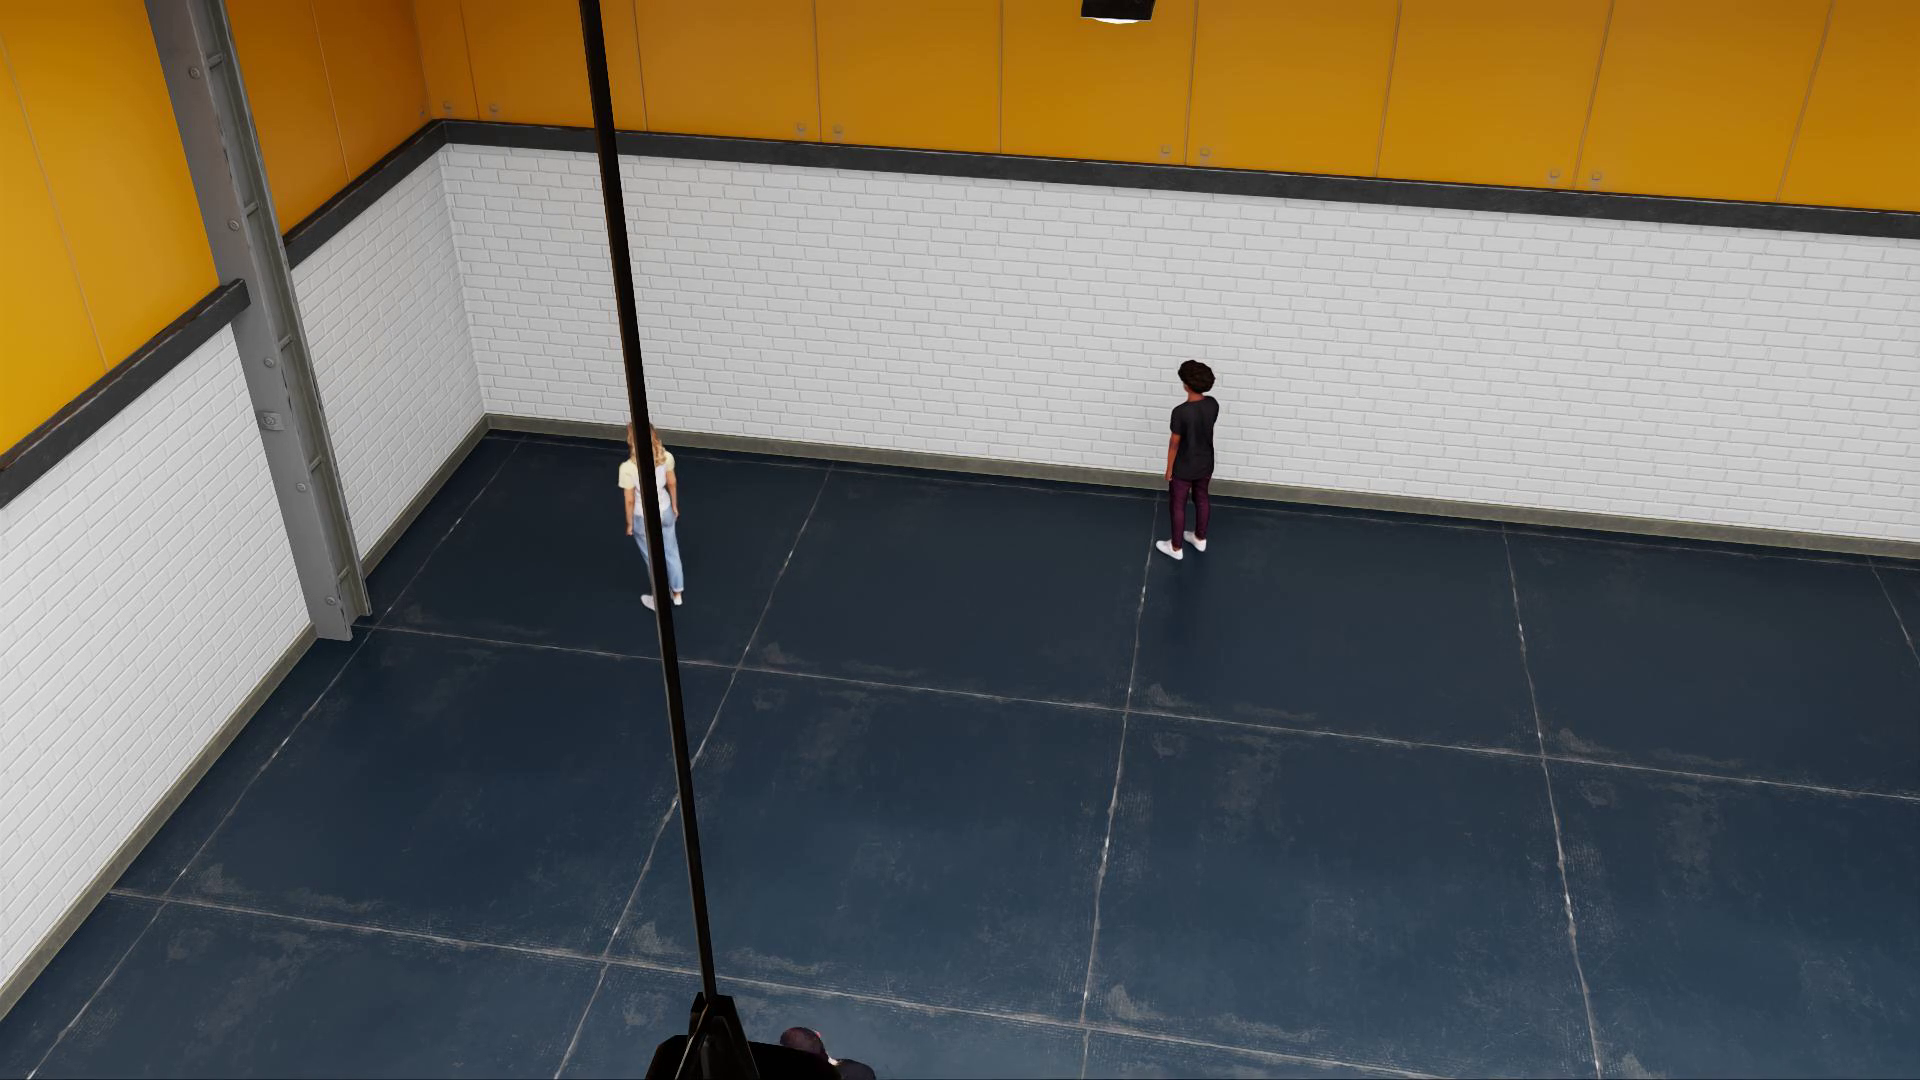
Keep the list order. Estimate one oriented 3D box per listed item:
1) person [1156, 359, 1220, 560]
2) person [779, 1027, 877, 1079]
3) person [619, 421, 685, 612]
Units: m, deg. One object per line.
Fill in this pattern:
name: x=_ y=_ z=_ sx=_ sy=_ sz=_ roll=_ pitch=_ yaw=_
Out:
person: x=1.913 y=-0.664 z=13.699 sx=0.699 sy=1.779 sz=0.749 roll=-19 pitch=38 yaw=-26
person: x=-0.585 y=3.024 z=8.200 sx=0.680 sy=1.723 sz=0.625 roll=13 pitch=36 yaw=18
person: x=-2.409 y=-0.194 z=13.043 sx=0.692 sy=1.722 sz=0.767 roll=-24 pitch=41 yaw=-32
